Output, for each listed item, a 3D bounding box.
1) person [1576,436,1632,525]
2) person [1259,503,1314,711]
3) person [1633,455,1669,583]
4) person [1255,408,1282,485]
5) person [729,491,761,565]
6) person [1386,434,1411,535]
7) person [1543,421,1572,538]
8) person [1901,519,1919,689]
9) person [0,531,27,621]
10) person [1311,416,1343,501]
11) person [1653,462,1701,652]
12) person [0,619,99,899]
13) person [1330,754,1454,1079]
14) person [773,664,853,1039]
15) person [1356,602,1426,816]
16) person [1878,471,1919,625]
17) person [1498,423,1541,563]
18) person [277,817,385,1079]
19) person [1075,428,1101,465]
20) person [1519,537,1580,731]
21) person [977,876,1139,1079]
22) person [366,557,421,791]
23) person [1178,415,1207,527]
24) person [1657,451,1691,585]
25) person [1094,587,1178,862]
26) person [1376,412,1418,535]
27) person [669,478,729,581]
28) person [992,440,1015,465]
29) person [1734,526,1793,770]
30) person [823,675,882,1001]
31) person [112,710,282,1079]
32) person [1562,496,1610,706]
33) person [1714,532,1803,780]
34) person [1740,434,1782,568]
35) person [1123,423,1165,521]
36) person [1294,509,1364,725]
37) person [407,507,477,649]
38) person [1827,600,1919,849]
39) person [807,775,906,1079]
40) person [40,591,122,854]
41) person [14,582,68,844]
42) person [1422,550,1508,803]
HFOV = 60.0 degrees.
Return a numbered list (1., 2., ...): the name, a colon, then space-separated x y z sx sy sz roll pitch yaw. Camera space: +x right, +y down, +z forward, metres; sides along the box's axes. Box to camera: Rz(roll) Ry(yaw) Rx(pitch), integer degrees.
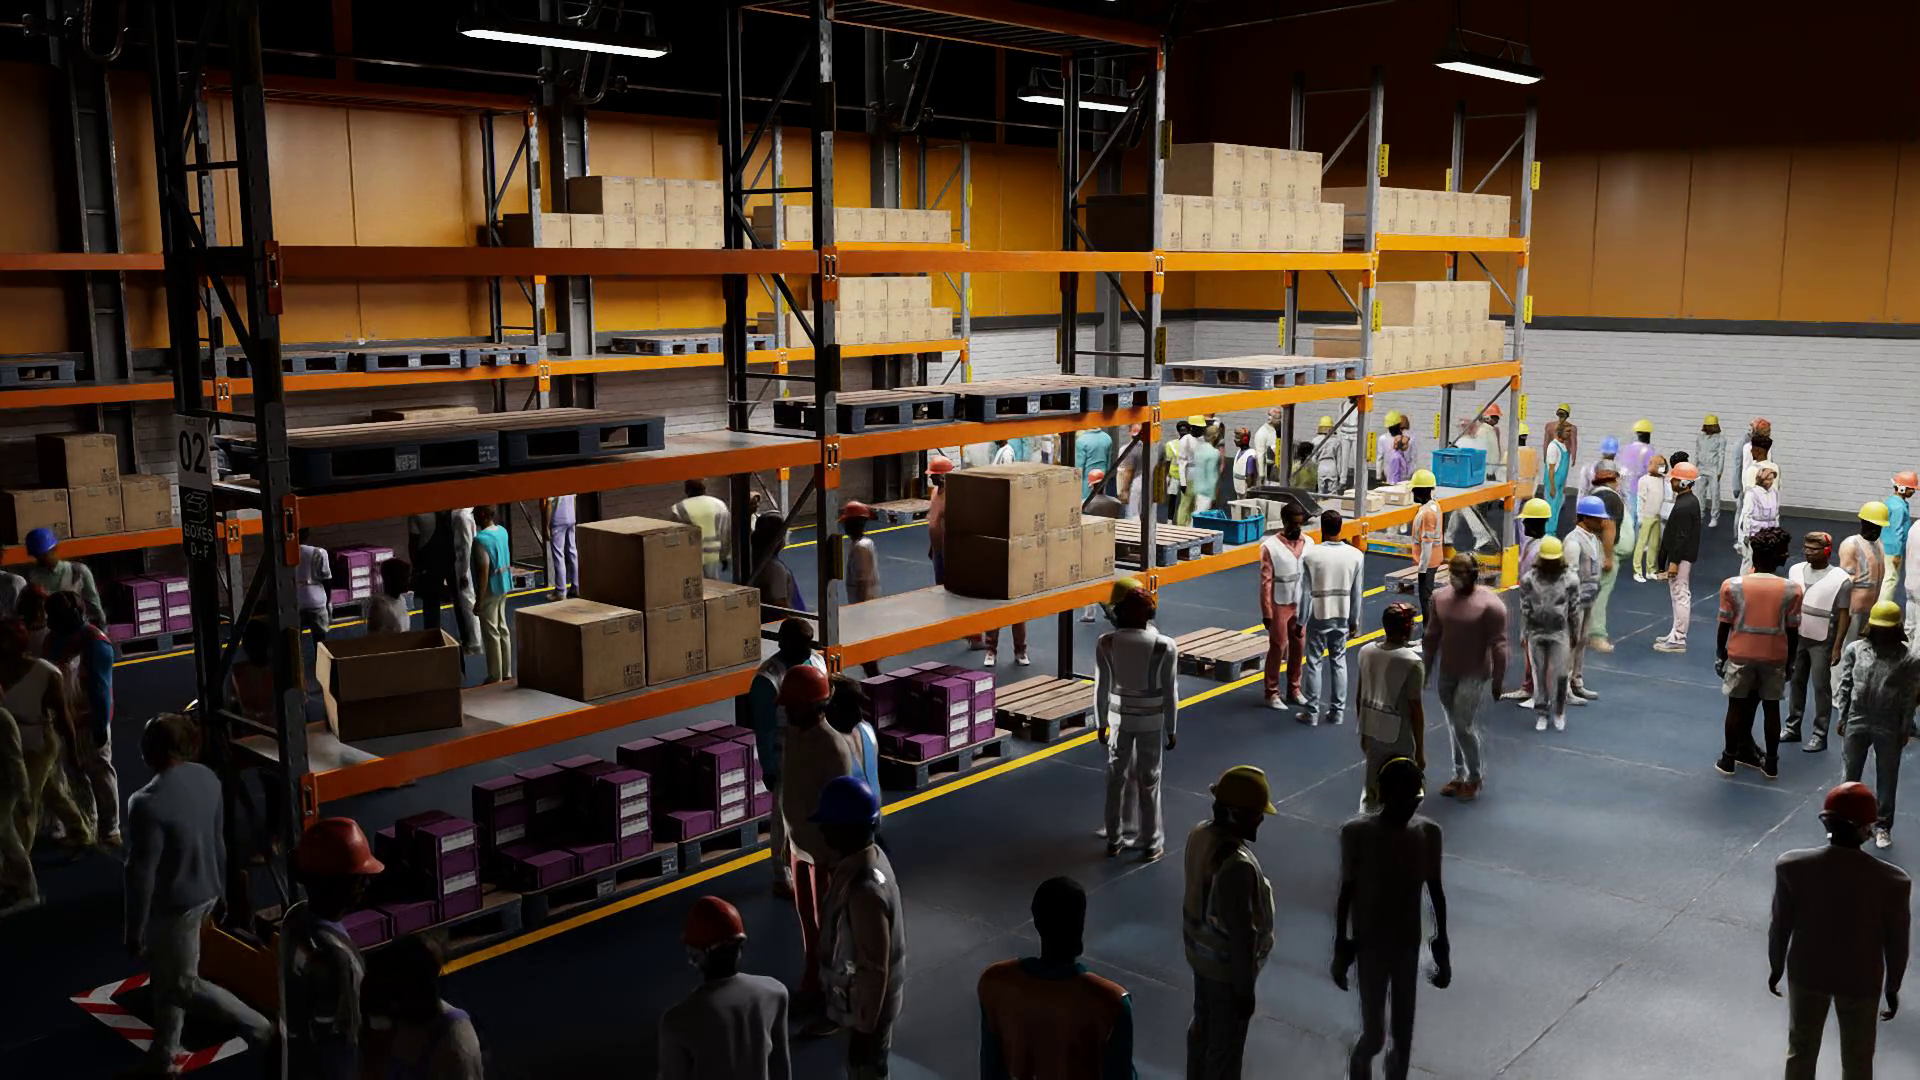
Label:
1. person: 7.983 -0.337 20.617 0.634 1.933 0.516 4 10 22
2. person: 2.962 0.601 15.116 0.598 1.906 0.404 -6 11 -30
3. person: 8.821 -0.279 21.162 0.501 1.633 0.283 -3 10 -20
4. person: 4.695 -1.039 24.937 0.652 1.897 0.399 -8 12 -40
5. person: -2.273 0.281 17.841 0.314 1.632 0.522 7 12 36
6. person: 6.212 -0.687 23.612 0.320 1.631 0.523 4 10 20
7. person: 8.432 -0.773 23.512 0.340 1.840 0.504 7 12 35
8. person: 9.088 0.496 15.627 0.378 1.940 0.629 1 10 7
9. person: -7.720 0.874 13.340 0.603 1.955 0.375 1 10 4
10. person: 5.543 -1.014 25.249 0.484 1.737 0.321 0 10 -2
11. person: 7.515 0.174 17.377 0.375 1.997 0.612 5 11 28
12. person: -6.067 1.368 10.892 0.557 1.789 0.991 3 10 20
13. person: 1.991 1.881 7.614 0.573 1.851 0.382 -2 10 -11
14. person: -0.779 1.620 8.788 0.408 1.985 0.620 -6 11 -31
15. person: 2.831 1.320 10.978 0.391 1.848 0.563 -5 11 -29
16. person: 10.522 0.086 18.670 0.354 1.738 0.575 4 10 24
17. person: 7.495 -0.613 22.338 0.591 1.912 0.399 -5 11 -25
18. person: -2.315 2.022 6.210 0.393 2.040 0.611 -6 11 -31
19. person: 2.031 -1.332 27.078 0.525 1.760 0.340 2 10 9
20. person: 5.088 0.813 14.392 0.487 1.725 0.405 5 11 25
21. person: 0.347 2.129 5.930 0.593 1.922 0.392 4 10 24
22. person: -4.340 1.032 12.749 0.389 1.826 0.547 0 10 0
23. person: 3.368 -0.889 23.986 0.410 1.914 0.589 9 13 42
24. person: 9.012 -0.275 20.956 0.318 1.696 0.532 -1 10 -5
25. person: 1.194 1.249 11.315 0.577 1.880 0.354 4 10 20
26. person: 6.517 -0.980 24.691 0.590 1.873 0.905 8 12 39
27. person: -2.807 0.198 17.726 0.648 1.828 0.513 -5 11 -26
28. person: 0.583 -0.641 22.571 0.355 1.887 0.574 -1 10 -5
29. person: 6.467 0.853 13.413 0.361 1.964 0.617 5 11 27
30. person: -0.643 1.637 9.125 0.429 1.843 0.631 6 11 31
31. person: -3.729 1.774 8.114 0.854 1.900 0.665 1 10 3
32. person: 5.715 0.551 15.312 0.415 1.939 0.605 7 12 37
33. person: 6.285 0.909 13.124 0.603 1.957 0.385 3 10 18
34. person: 9.839 -0.321 20.470 0.607 1.957 0.389 -6 11 -31
35. person: 2.552 -0.738 22.693 0.782 2.000 0.781 -7 12 -37
36. person: 3.241 0.685 14.602 0.599 1.909 0.398 -2 10 -15
37. person: -5.332 0.191 17.146 0.682 2.000 0.535 -4 10 -25
38. person: 6.371 1.271 11.586 0.486 1.743 0.299 7 12 37
39. person: -0.431 1.934 7.011 0.405 1.946 0.609 -1 10 -6
40. person: -6.084 1.248 11.473 0.619 1.836 0.431 5 11 27
41. person: -6.552 1.172 11.875 0.598 1.852 0.821 -4 10 -23
42. person: 3.777 1.026 12.532 0.516 1.922 0.635 -6 11 -34
